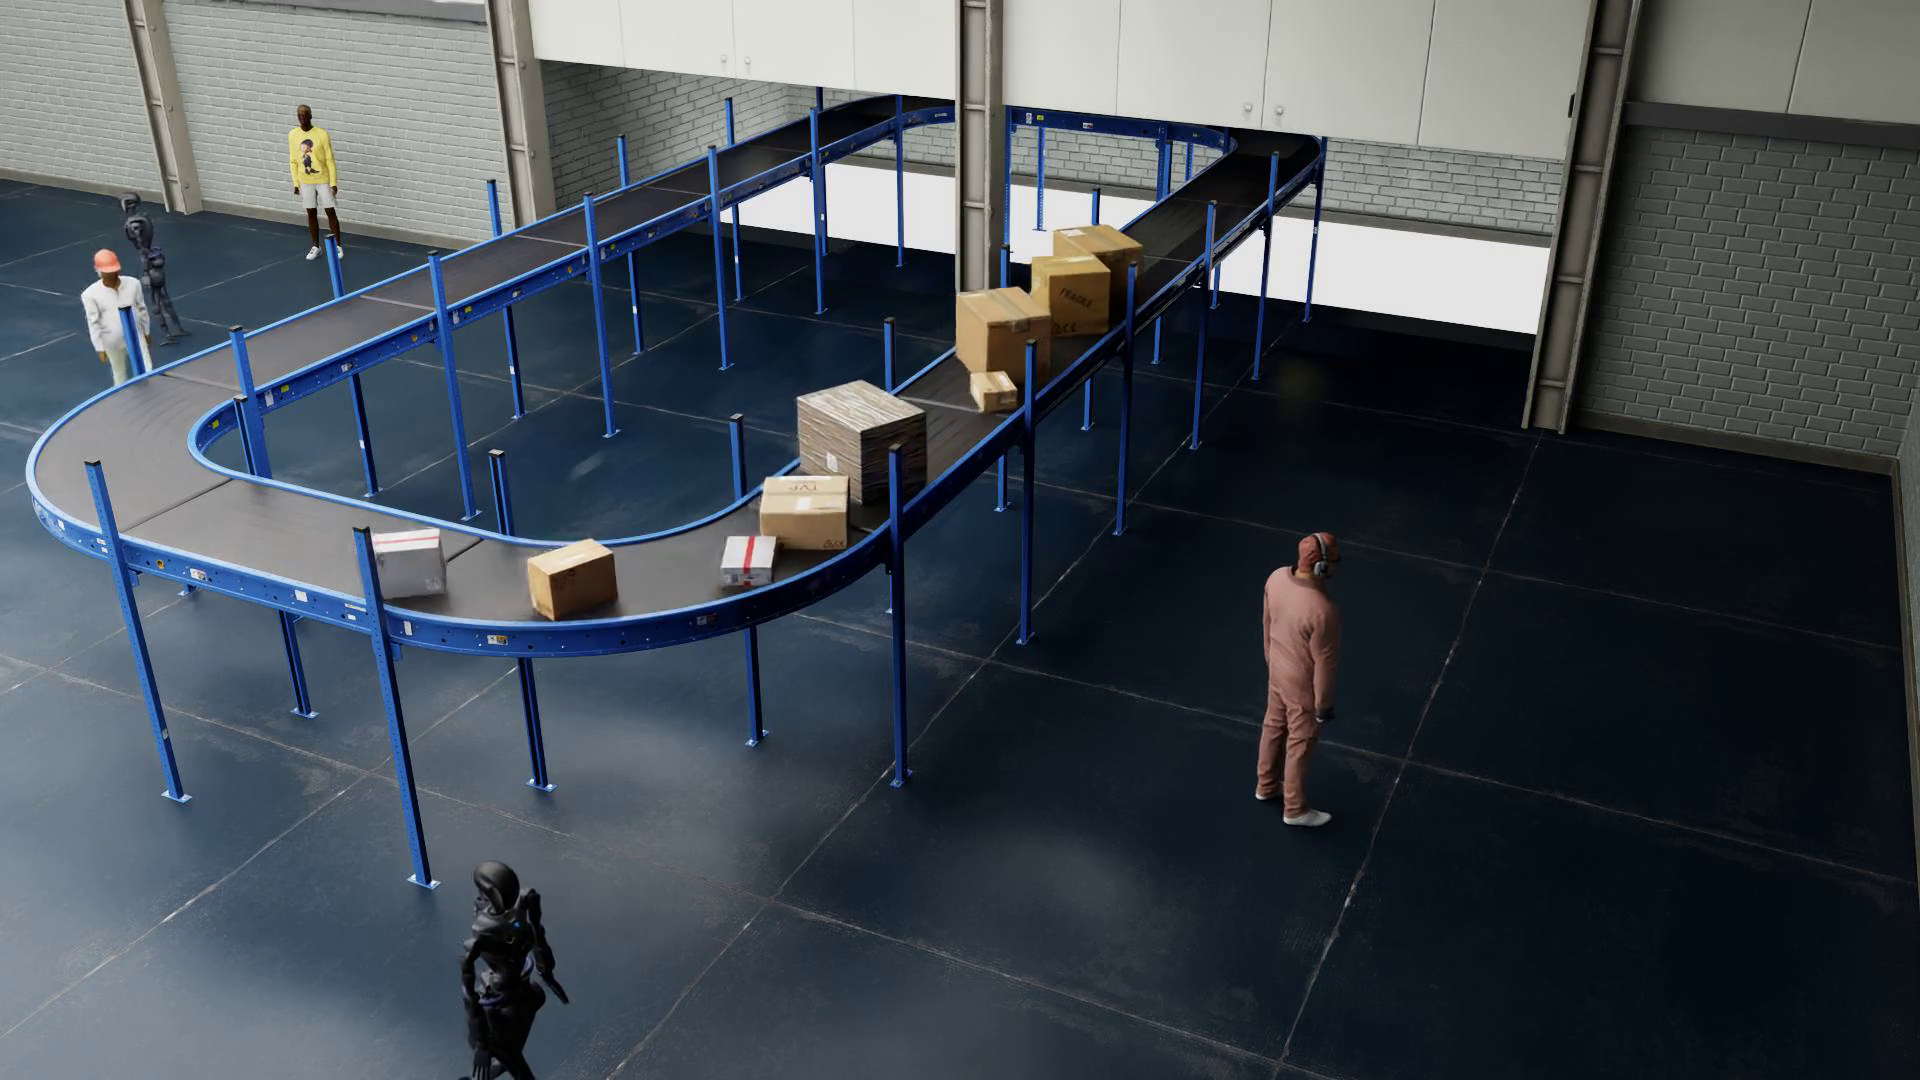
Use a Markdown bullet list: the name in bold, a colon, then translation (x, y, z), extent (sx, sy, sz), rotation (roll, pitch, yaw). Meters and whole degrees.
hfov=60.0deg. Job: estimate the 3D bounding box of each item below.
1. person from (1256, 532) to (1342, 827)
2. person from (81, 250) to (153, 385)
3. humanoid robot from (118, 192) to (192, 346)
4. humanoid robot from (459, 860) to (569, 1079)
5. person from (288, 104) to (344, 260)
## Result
- **person**: translation (2.063, 0.822, 9.980), extent (0.403, 1.907, 0.642), rotation (-10, 28, -19)
- **person**: translation (-7.864, -1.892, 15.667), extent (0.581, 1.699, 0.894), rotation (-23, 35, -39)
- **humanoid robot**: translation (-8.608, -2.906, 17.757), extent (0.408, 1.638, 0.599), rotation (-11, 28, -20)
- **humanoid robot**: translation (-2.130, 2.129, 7.677), extent (0.758, 1.650, 0.590), rotation (11, 28, 21)
- **person**: translation (-7.965, -4.421, 20.552), extent (0.544, 1.899, 0.377), rotation (-2, 26, -4)
